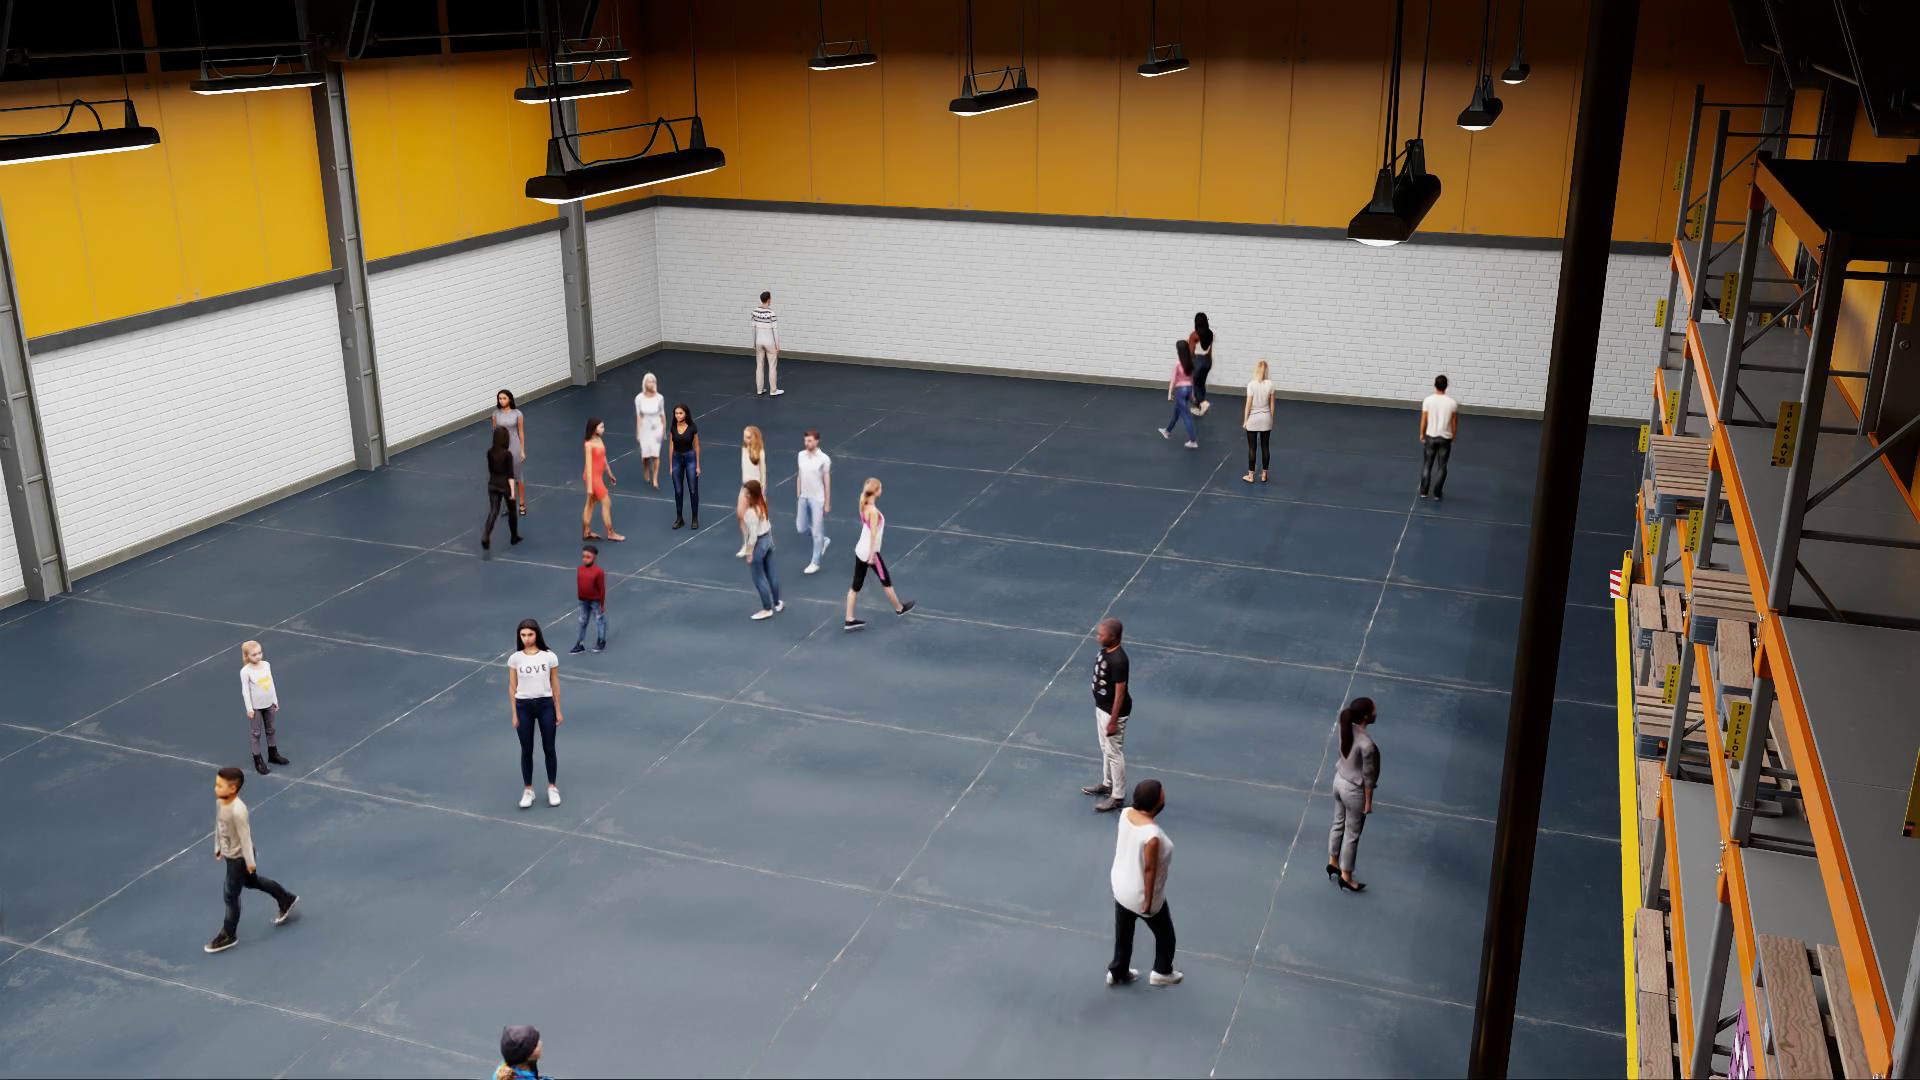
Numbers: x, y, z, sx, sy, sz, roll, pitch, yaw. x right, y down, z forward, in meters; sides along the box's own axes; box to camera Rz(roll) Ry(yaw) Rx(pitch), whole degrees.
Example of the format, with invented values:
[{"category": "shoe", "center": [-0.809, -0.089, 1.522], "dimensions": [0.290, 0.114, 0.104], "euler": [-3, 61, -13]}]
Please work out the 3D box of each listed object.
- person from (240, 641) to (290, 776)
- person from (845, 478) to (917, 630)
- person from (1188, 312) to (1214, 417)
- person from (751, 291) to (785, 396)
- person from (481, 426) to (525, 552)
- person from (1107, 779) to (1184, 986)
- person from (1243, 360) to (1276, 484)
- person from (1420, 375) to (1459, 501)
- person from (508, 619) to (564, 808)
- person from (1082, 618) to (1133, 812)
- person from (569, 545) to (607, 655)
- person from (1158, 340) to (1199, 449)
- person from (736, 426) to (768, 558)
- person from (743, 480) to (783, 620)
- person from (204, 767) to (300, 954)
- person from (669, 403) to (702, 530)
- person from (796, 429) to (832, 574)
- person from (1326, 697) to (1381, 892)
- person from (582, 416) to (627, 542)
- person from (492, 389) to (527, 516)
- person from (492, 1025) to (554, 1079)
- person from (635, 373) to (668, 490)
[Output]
[{"category": "person", "center": [-6.591, 1.545, 15.654], "dimensions": [0.577, 1.279, 0.473], "euler": [10, 21, 27]}, {"category": "person", "center": [-1.133, 0.191, 18.953], "dimensions": [1.187, 1.739, 1.059], "euler": [-10, 21, -28]}, {"category": "person", "center": [4.107, -2.934, 28.147], "dimensions": [0.971, 1.794, 1.019], "euler": [-9, 21, -25]}, {"category": "person", "center": [-3.483, -3.533, 29.823], "dimensions": [0.705, 1.860, 0.570], "euler": [9, 20, 24]}, {"category": "person", "center": [-6.010, -0.641, 21.618], "dimensions": [0.633, 1.615, 1.018], "euler": [4, 19, 13]}, {"category": "person", "center": [1.266, 2.528, 12.123], "dimensions": [0.932, 1.669, 0.872], "euler": [-10, 21, -26]}, {"category": "person", "center": [4.425, -1.755, 24.597], "dimensions": [0.696, 1.826, 0.693], "euler": [-3, 19, -8]}, {"category": "person", "center": [6.847, -1.460, 23.763], "dimensions": [0.653, 1.799, 0.609], "euler": [8, 20, 21]}, {"category": "person", "center": [-3.797, 1.540, 14.895], "dimensions": [0.671, 1.774, 0.686], "euler": [-4, 19, -12]}, {"category": "person", "center": [1.363, 1.531, 14.874], "dimensions": [0.818, 1.803, 0.708], "euler": [-3, 19, -8]}, {"category": "person", "center": [-4.048, 0.632, 18.422], "dimensions": [0.512, 1.242, 0.672], "euler": [7, 20, 21]}, {"category": "person", "center": [3.584, -2.284, 26.372], "dimensions": [1.147, 1.695, 1.029], "euler": [-14, 23, -37]}, {"category": "person", "center": [-2.580, -0.641, 21.419], "dimensions": [0.731, 1.743, 0.804], "euler": [14, 23, 36]}, {"category": "person", "center": [-2.271, 0.073, 19.363], "dimensions": [0.864, 1.701, 0.543], "euler": [8, 20, 22]}, {"category": "person", "center": [-5.501, 2.406, 12.839], "dimensions": [1.071, 1.443, 0.858], "euler": [-16, 24, -39]}, {"category": "person", "center": [-3.722, -1.012, 22.527], "dimensions": [0.630, 1.738, 0.619], "euler": [1, 19, 3]}, {"category": "person", "center": [-1.791, -0.516, 20.894], "dimensions": [0.764, 1.841, 0.907], "euler": [11, 22, 29]}, {"category": "person", "center": [3.183, 2.051, 13.531], "dimensions": [0.770, 1.675, 0.697], "euler": [-6, 20, -19]}, {"category": "person", "center": [-4.896, -0.789, 21.930], "dimensions": [0.844, 1.697, 0.866], "euler": [-2, 19, -5]}, {"category": "person", "center": [-6.248, -1.217, 23.069], "dimensions": [0.656, 1.781, 0.649], "euler": [-2, 19, -4]}, {"category": "person", "center": [-2.465, 3.473, 9.150], "dimensions": [0.859, 1.776, 0.799], "euler": [-9, 21, -26]}, {"category": "person", "center": [-4.532, -1.594, 24.257], "dimensions": [0.713, 1.737, 0.768], "euler": [-6, 20, -18]}]
